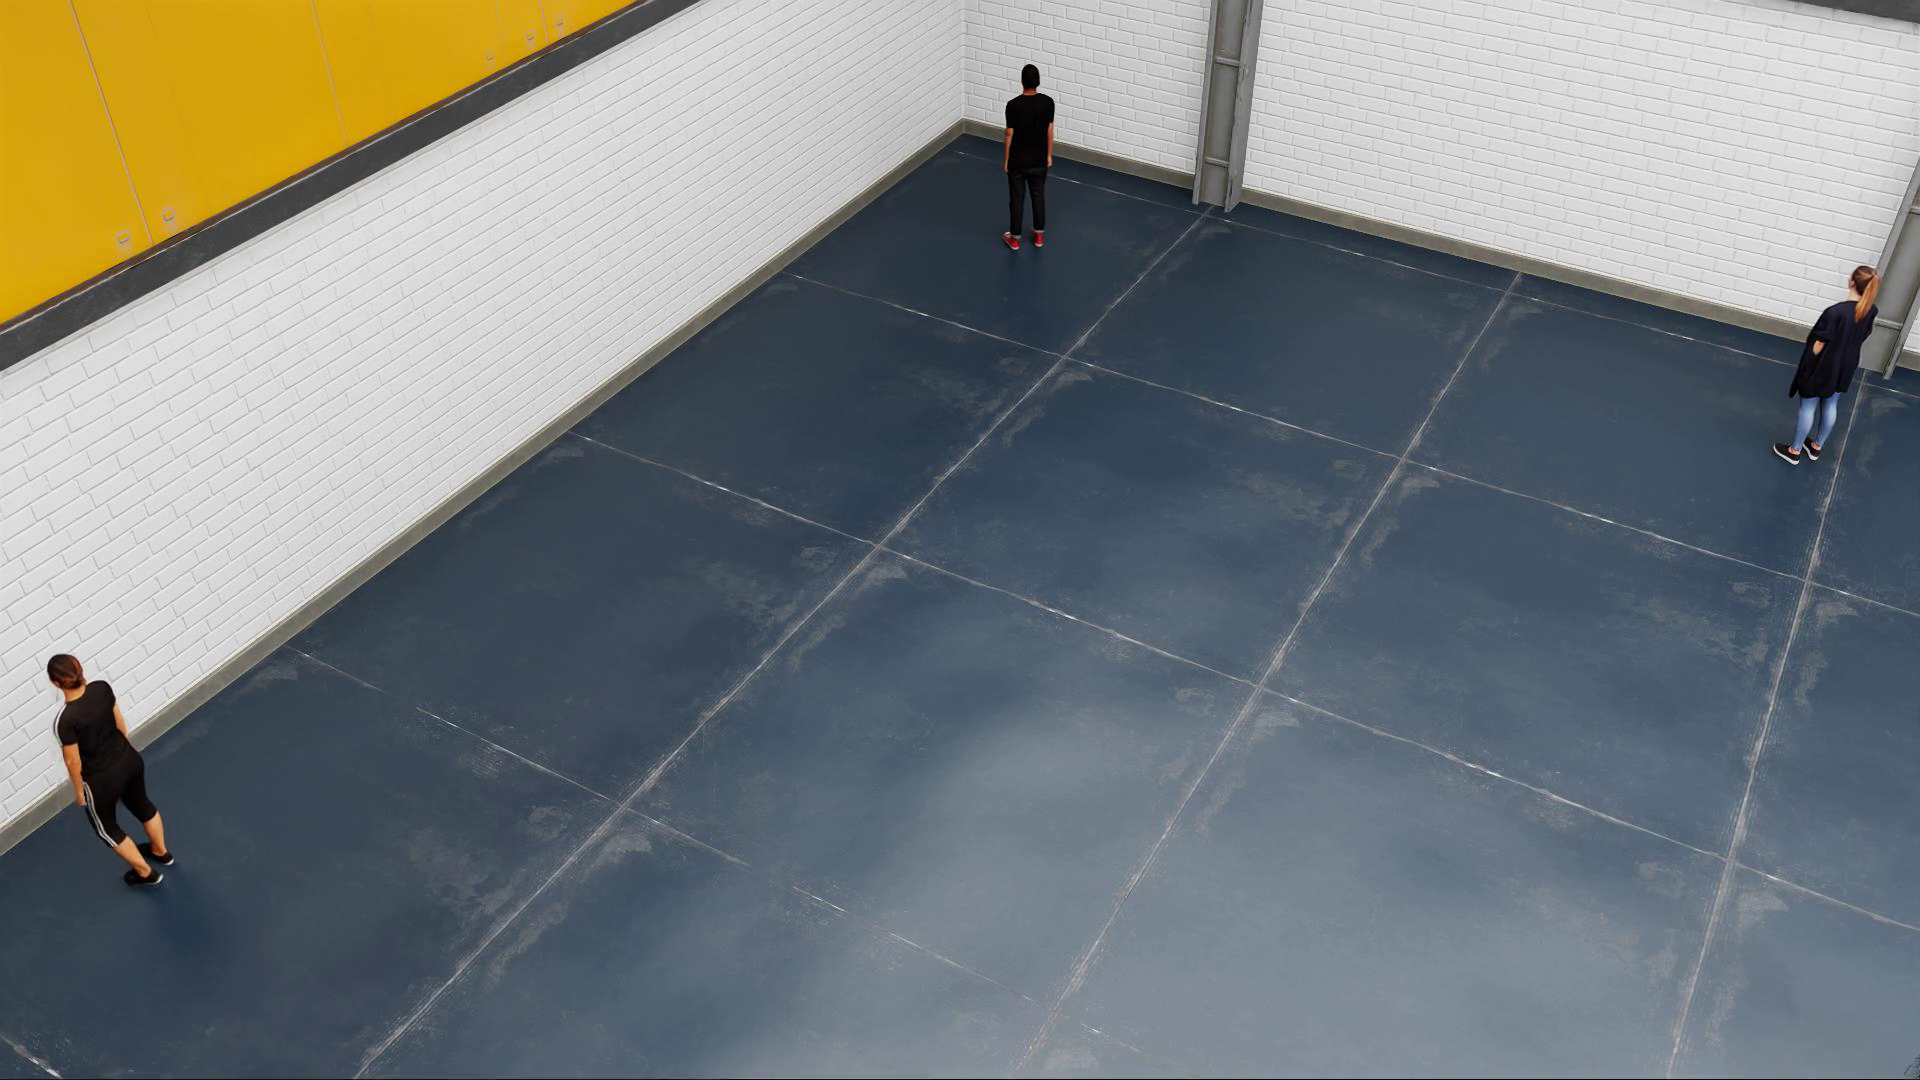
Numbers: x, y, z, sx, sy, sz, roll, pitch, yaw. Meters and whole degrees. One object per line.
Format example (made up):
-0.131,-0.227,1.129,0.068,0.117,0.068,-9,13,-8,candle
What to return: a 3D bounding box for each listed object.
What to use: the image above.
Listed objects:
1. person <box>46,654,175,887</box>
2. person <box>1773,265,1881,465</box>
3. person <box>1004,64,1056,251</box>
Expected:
-4.783,1.305,9.360,0.632,1.666,0.664,11,40,13,person
6.623,-1.329,12.645,0.706,1.683,0.779,-7,39,-9,person
0.627,-3.528,15.340,0.698,1.756,0.749,-11,40,-13,person
